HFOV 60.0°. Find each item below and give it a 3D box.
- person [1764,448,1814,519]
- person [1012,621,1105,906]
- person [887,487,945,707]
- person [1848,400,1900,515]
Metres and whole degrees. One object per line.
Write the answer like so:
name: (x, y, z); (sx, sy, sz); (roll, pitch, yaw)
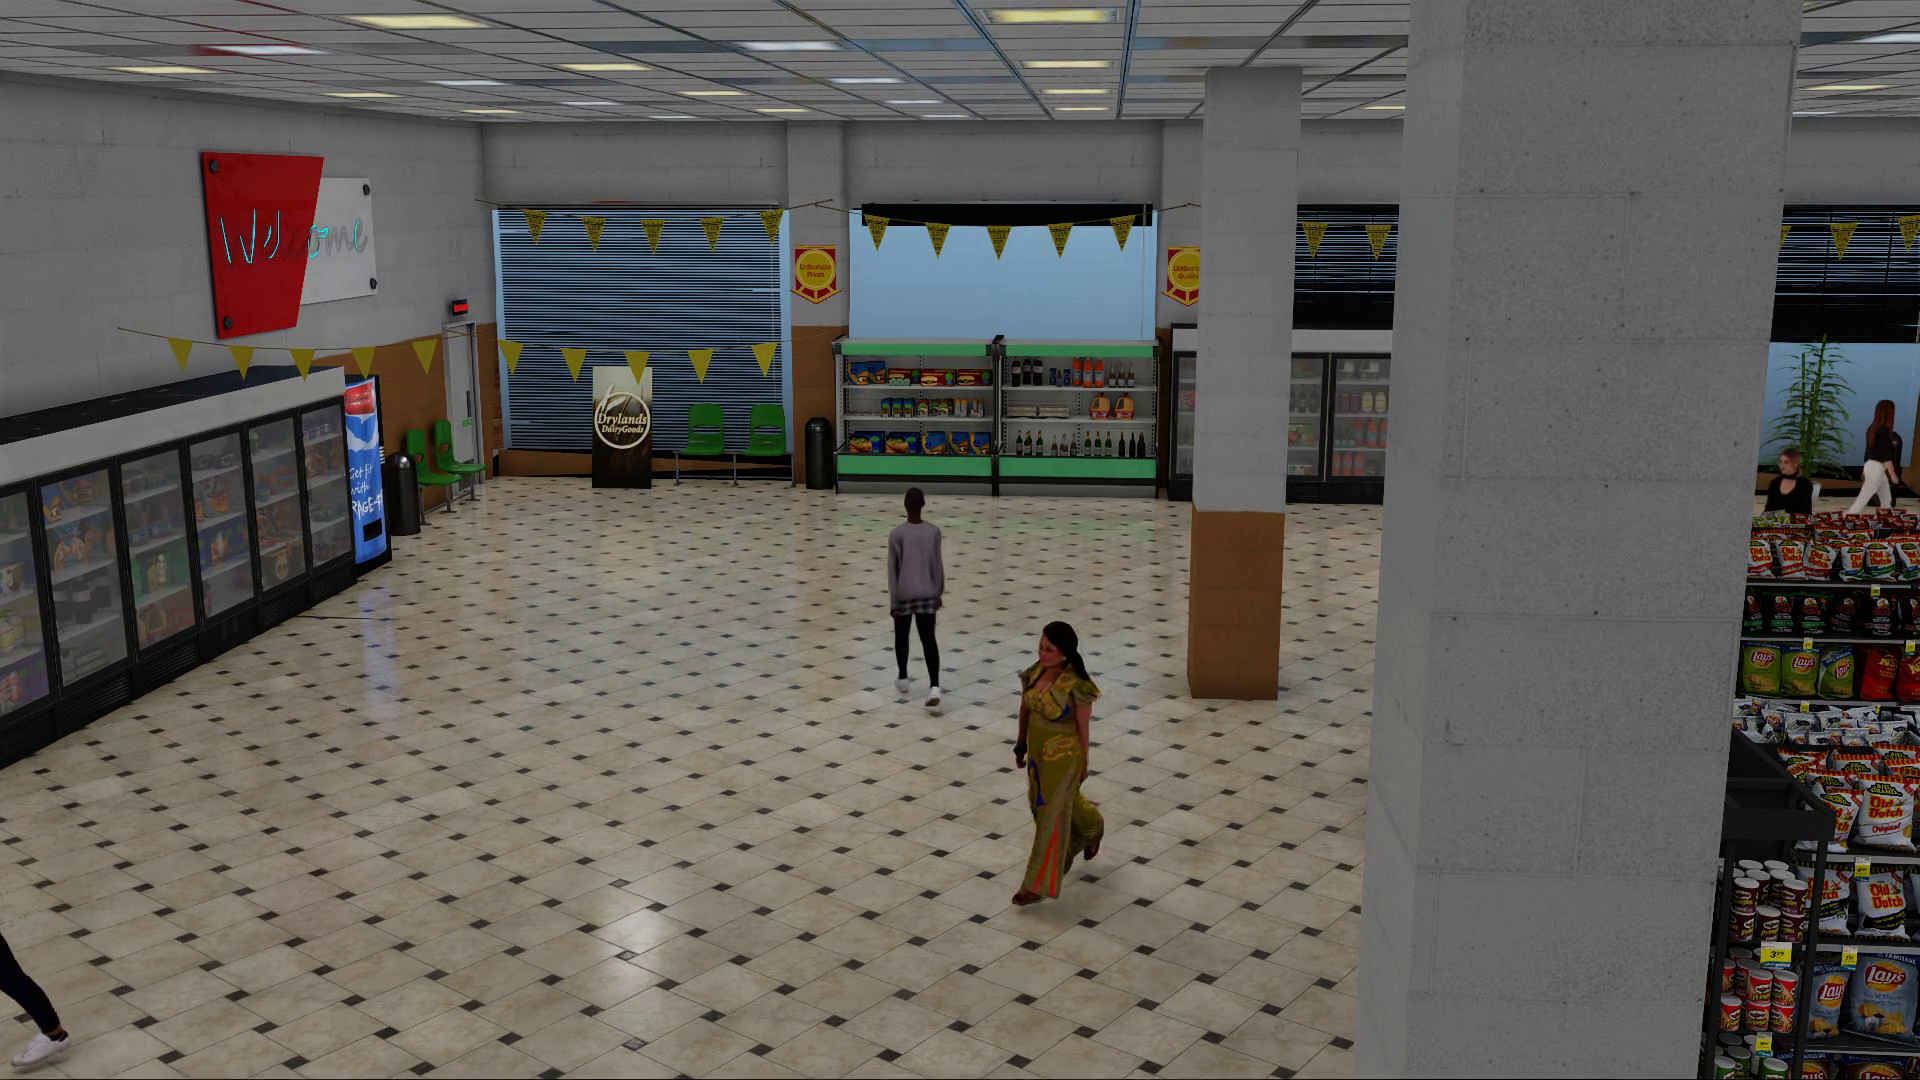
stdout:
person: (7.735, 0.014, 15.475); (0.841, 1.748, 0.782); (-7, 14, -31)
person: (0.614, 1.276, 9.787); (1.220, 1.623, 1.216); (11, 16, 43)
person: (-0.325, 0.483, 13.273); (1.192, 1.738, 1.007); (-4, 12, -16)
person: (10.606, -0.780, 19.437); (1.134, 1.669, 0.801); (5, 13, 21)
